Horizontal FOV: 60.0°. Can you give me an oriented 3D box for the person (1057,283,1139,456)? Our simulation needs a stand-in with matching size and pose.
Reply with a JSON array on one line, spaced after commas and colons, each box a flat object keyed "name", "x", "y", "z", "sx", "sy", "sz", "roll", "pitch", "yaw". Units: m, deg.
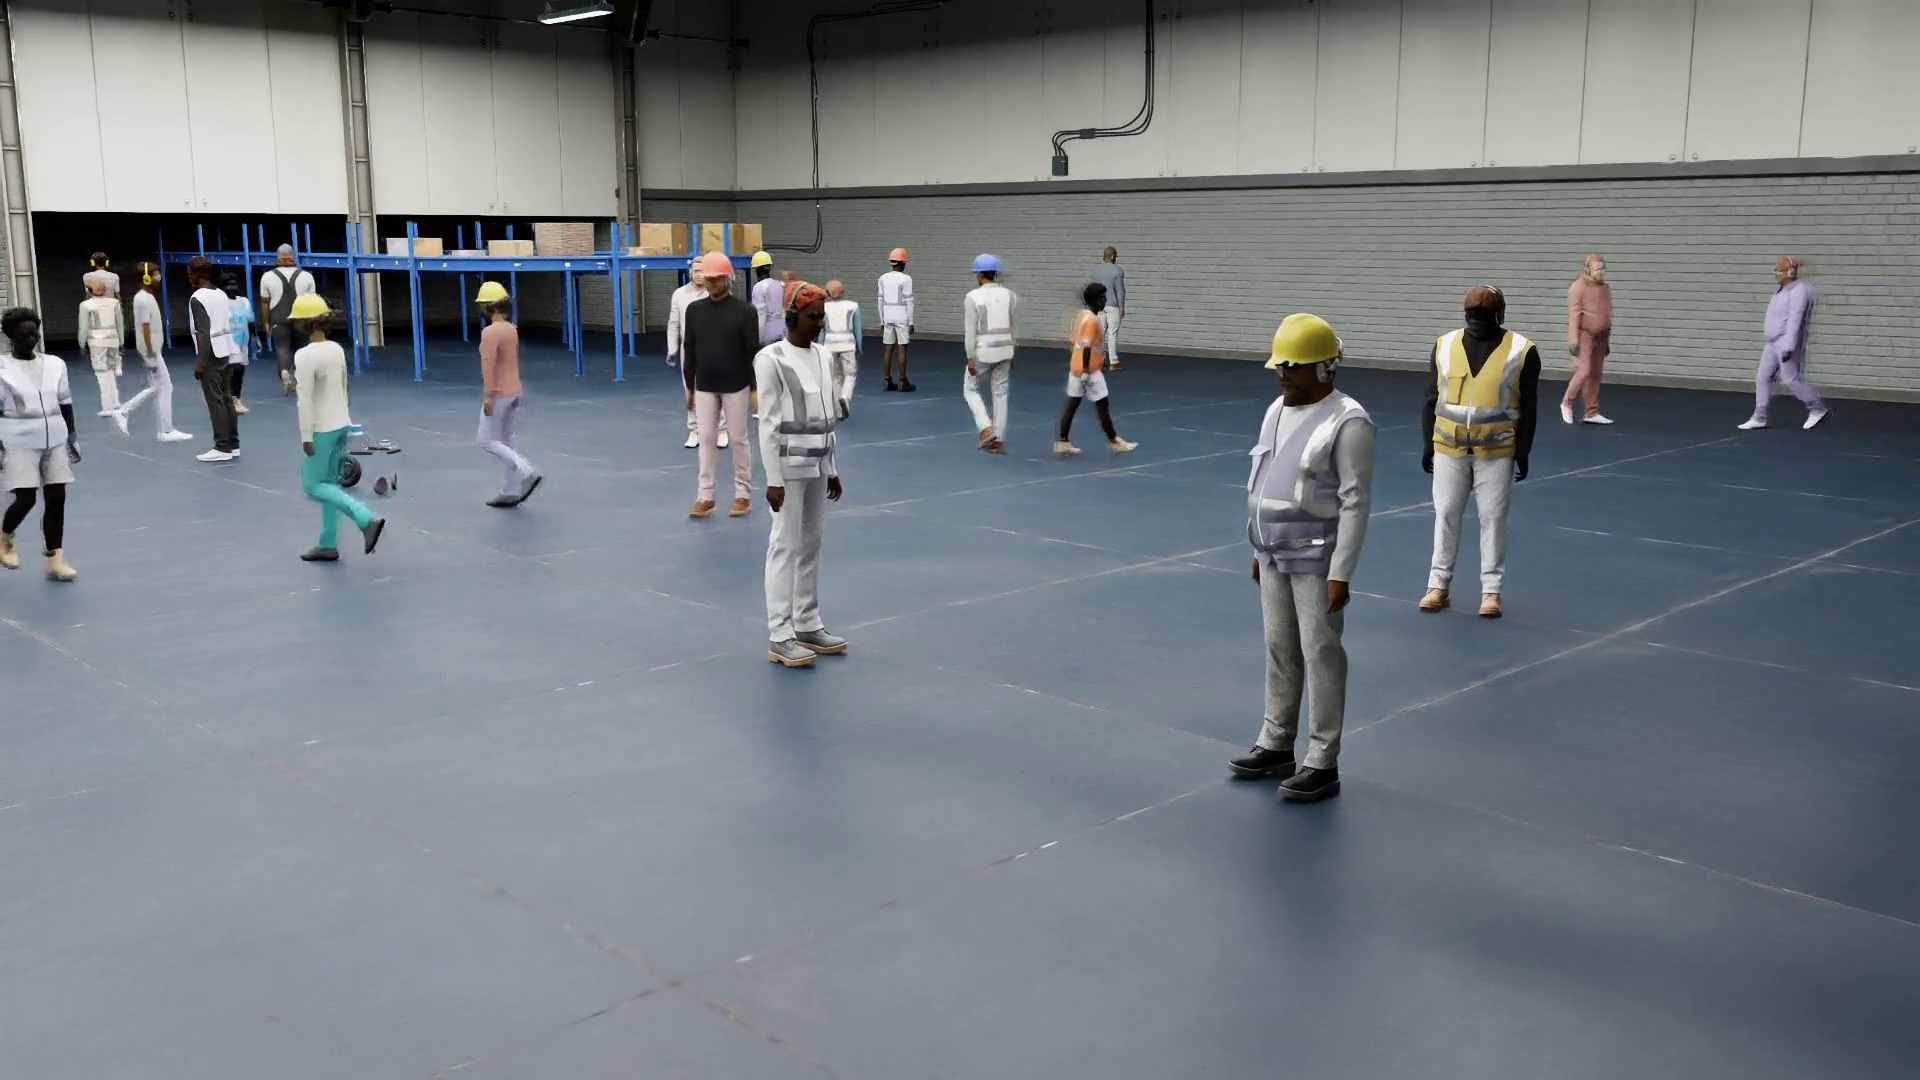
[{"name": "person", "x": 1.318, "y": -1.615, "z": 15.852, "sx": 0.837, "sy": 1.648, "sz": 0.611, "roll": -1, "pitch": 10, "yaw": -6}]

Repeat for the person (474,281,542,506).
[{"name": "person", "x": -3.529, "y": -1.118, "z": 12.897, "sx": 0.446, "sy": 1.753, "sz": 0.538, "roll": 1, "pitch": 10, "yaw": 8}]

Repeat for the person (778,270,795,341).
[{"name": "person", "x": -2.419, "y": -3.038, "z": 23.744, "sx": 0.509, "sy": 1.621, "sz": 0.454, "roll": 9, "pitch": 14, "yaw": 41}]

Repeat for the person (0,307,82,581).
[{"name": "person", "x": -5.711, "y": -0.592, "z": 10.218, "sx": 0.458, "sy": 1.683, "sz": 0.540, "roll": 6, "pitch": 12, "yaw": 30}]

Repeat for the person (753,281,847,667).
[{"name": "person", "x": -0.767, "y": -0.328, "z": 8.279, "sx": 0.401, "sy": 1.885, "sz": 0.582, "roll": 6, "pitch": 12, "yaw": 28}]

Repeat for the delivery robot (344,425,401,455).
[{"name": "delivery robot", "x": -5.023, "y": -0.841, "z": 13.823, "sx": 0.698, "sy": 0.223, "sz": 0.335, "roll": 2, "pitch": 11, "yaw": 10}]

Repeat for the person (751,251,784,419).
[{"name": "person", "x": -2.246, "y": -2.368, "z": 19.260, "sx": 0.382, "sy": 1.921, "sz": 0.591, "roll": 4, "pitch": 11, "yaw": 20}]

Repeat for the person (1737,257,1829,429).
[{"name": "person", "x": 9.056, "y": -2.129, "z": 18.121, "sx": 0.847, "sy": 1.886, "sz": 0.647, "roll": 1, "pitch": 10, "yaw": 3}]

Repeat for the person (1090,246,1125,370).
[{"name": "person", "x": 2.348, "y": -3.661, "z": 26.283, "sx": 0.628, "sy": 1.935, "sz": 0.373, "roll": 9, "pitch": 14, "yaw": 40}]

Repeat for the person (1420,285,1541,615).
[{"name": "person", "x": 2.889, "y": -0.500, "z": 9.320, "sx": 0.621, "sy": 1.837, "sz": 0.429, "roll": 6, "pitch": 12, "yaw": 28}]

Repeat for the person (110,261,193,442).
[{"name": "person", "x": -8.358, "y": -1.931, "z": 17.079, "sx": 0.672, "sy": 1.849, "sz": 0.530, "roll": -6, "pitch": 12, "yaw": -28}]

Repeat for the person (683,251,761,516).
[{"name": "person", "x": -1.810, "y": -1.175, "z": 12.566, "sx": 0.622, "sy": 1.991, "sz": 0.395, "roll": 3, "pitch": 11, "yaw": 15}]

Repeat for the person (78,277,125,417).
[{"name": "person", "x": -10.060, "y": -2.257, "z": 19.445, "sx": 0.431, "sy": 1.623, "sz": 0.537, "roll": 5, "pitch": 12, "yaw": 26}]

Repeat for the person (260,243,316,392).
[{"name": "person", "x": -9.004, "y": -2.972, "z": 22.348, "sx": 0.689, "sy": 2.000, "sz": 0.850, "roll": -5, "pitch": 11, "yaw": -25}]

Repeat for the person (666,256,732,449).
[{"name": "person", "x": -2.584, "y": -1.876, "z": 16.649, "sx": 0.661, "sy": 1.904, "sz": 0.437, "roll": 2, "pitch": 11, "yaw": 9}]

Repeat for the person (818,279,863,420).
[{"name": "person", "x": -1.375, "y": -2.159, "z": 18.953, "sx": 0.527, "sy": 1.614, "sz": 0.590, "roll": 1, "pitch": 10, "yaw": 3}]

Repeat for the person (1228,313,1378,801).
[{"name": "person", "x": 1.289, "y": 0.057, "z": 6.310, "sx": 0.403, "sy": 1.824, "sz": 0.586, "roll": -5, "pitch": 12, "yaw": -25}]

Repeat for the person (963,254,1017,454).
[{"name": "person", "x": 0.289, "y": -1.804, "z": 16.173, "sx": 0.629, "sy": 1.933, "sz": 0.438, "roll": -6, "pitch": 12, "yaw": -31}]

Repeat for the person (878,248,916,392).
[{"name": "person", "x": -0.845, "y": -3.006, "z": 22.704, "sx": 0.551, "sy": 1.935, "sz": 0.375, "roll": 7, "pitch": 12, "yaw": 33}]

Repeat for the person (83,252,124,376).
[{"name": "person", "x": -12.984, "y": -3.428, "z": 25.224, "sx": 0.516, "sy": 1.865, "sz": 0.312, "roll": -8, "pitch": 13, "yaw": -37}]

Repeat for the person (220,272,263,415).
[{"name": "person", "x": -8.532, "y": -2.313, "z": 19.623, "sx": 0.475, "sy": 1.676, "sz": 0.541, "roll": 4, "pitch": 11, "yaw": 22}]

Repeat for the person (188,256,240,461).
[{"name": "person", "x": -7.067, "y": -1.720, "z": 15.745, "sx": 0.375, "sy": 1.916, "sz": 0.592, "roll": 0, "pitch": 10, "yaw": -3}]

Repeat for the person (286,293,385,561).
[{"name": "person", "x": -4.041, "y": -0.716, "z": 10.752, "sx": 0.580, "sy": 1.751, "sz": 0.522, "roll": 2, "pitch": 10, "yaw": 8}]

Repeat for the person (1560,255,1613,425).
[{"name": "person", "x": 7.020, "y": -2.222, "z": 18.567, "sx": 0.744, "sy": 1.888, "sz": 0.441, "roll": -6, "pitch": 12, "yaw": -31}]
